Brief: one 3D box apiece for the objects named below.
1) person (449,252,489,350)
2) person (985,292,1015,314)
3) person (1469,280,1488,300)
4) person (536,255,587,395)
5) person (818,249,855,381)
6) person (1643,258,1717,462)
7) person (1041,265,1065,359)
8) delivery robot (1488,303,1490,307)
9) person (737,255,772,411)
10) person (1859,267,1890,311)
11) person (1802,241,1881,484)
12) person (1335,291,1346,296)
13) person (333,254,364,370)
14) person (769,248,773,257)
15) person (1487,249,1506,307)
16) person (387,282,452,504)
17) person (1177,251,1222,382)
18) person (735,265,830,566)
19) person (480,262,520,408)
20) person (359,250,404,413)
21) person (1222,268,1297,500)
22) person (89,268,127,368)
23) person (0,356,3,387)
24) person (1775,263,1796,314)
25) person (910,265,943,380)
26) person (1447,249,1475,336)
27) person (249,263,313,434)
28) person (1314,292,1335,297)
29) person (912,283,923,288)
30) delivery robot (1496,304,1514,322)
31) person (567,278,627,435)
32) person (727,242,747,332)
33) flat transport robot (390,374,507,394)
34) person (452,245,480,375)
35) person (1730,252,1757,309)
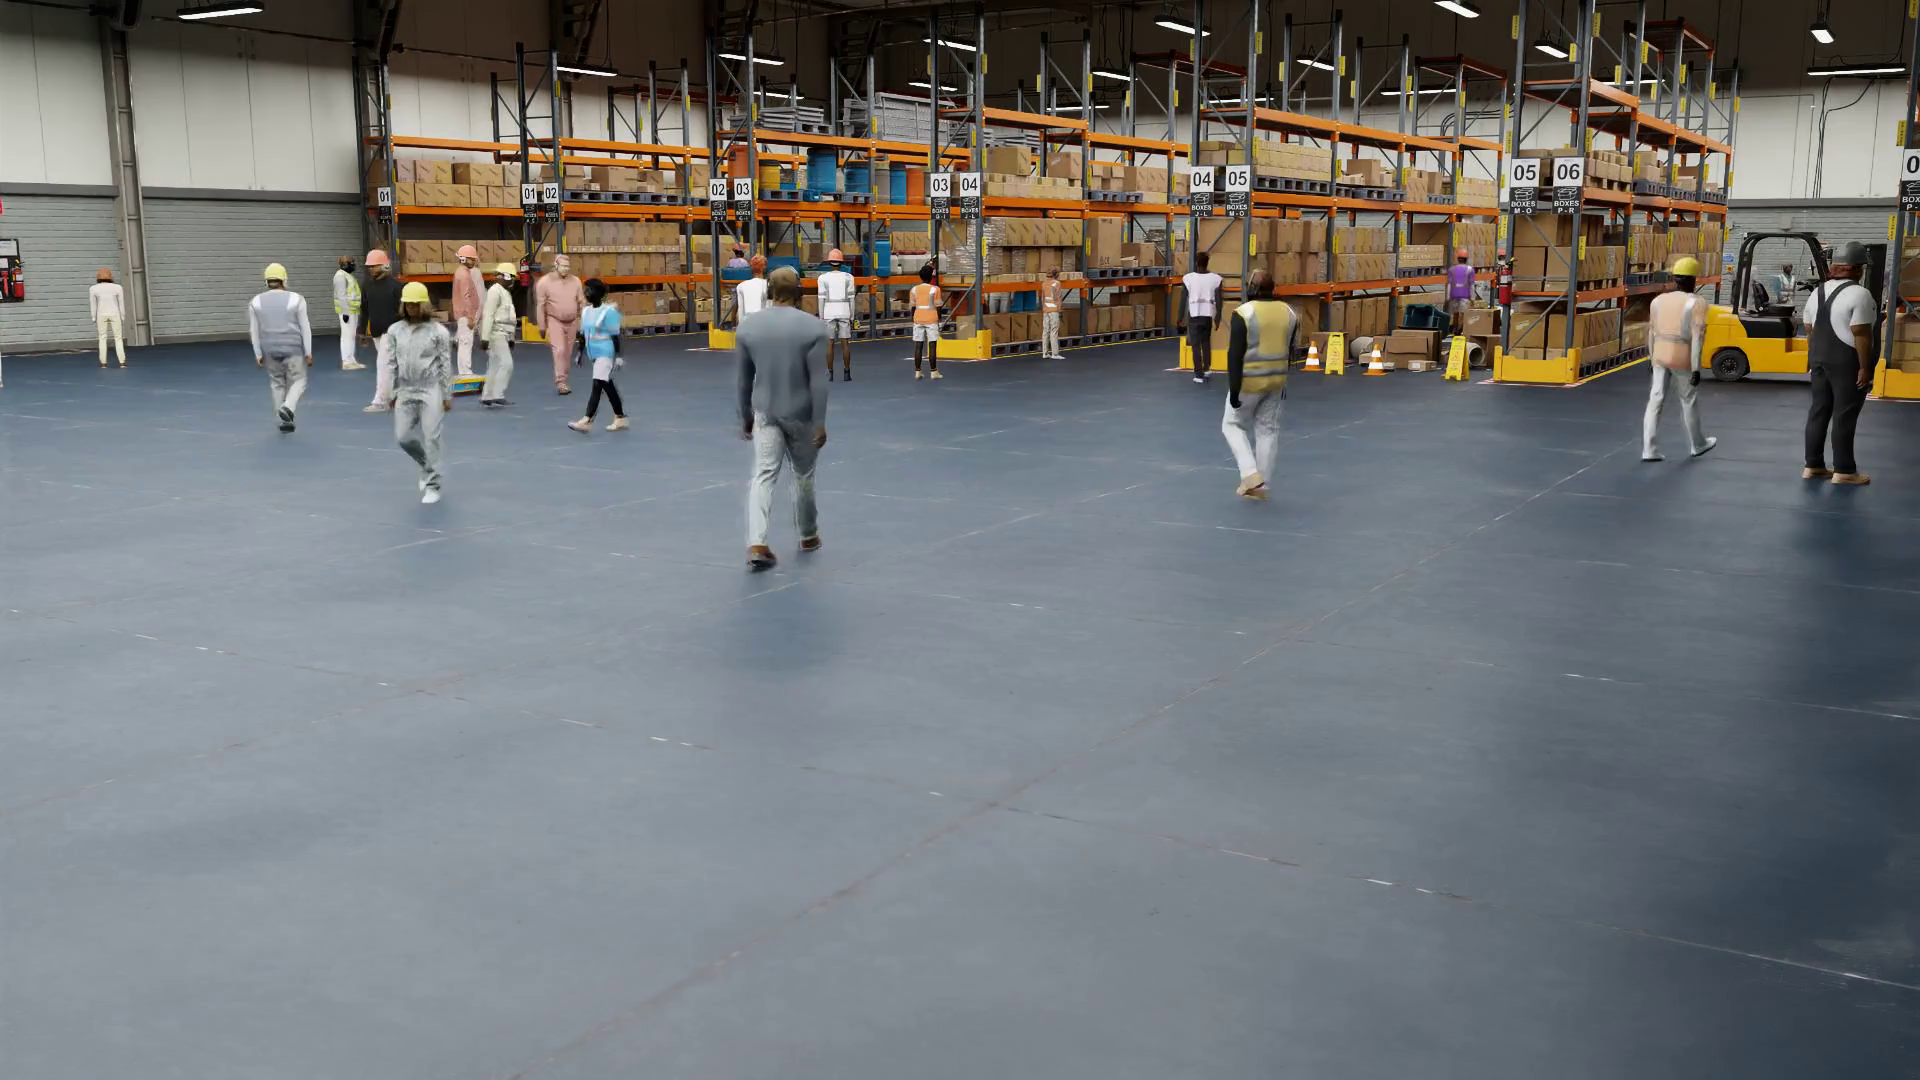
[{"bbox_3d":[-9.205,-4.488,31.310,0.916,1.876,0.635,-7,12,-33],"label":"person"},{"bbox_3d":[0.792,-4.812,32.973,0.624,1.931,0.375,0,10,3],"label":"person"},{"bbox_3d":[13.505,-6.747,43.562,0.650,2.007,0.850,3,11,16],"label":"person"},{"bbox_3d":[-5.275,-2.874,22.299,0.633,1.865,0.845,-9,13,-40],"label":"person"},{"bbox_3d":[-1.813,-3.291,24.413,0.545,1.938,0.355,-2,10,-11],"label":"person"},{"bbox_3d":[6.736,-1.679,15.531,0.954,1.876,0.612,-7,12,-34],"label":"person"},{"bbox_3d":[1.611,-3.973,29.068,0.310,1.640,0.514,-7,12,-35],"label":"person"},{"bbox_3d":[13.081,-5.609,41.002,0.477,0.478,0.707,1,10,6],"label":"delivery robot"},{"bbox_3d":[-2.399,-2.456,19.910,0.577,1.876,0.341,5,11,25],"label":"person"},{"bbox_3d":[17.327,-4.570,31.637,0.588,1.918,0.397,5,11,28],"label":"person"},{"bbox_3d":[7.518,-1.504,14.116,0.537,2.000,0.685,-2,10,-12],"label":"person"},{"bbox_3d":[8.042,-5.336,36.067,0.628,1.870,0.845,4,11,21],"label":"person"},{"bbox_3d":[-9.823,-3.660,26.755,0.429,1.840,0.631,-1,10,-8],"label":"person"},{"bbox_3d":[-4.989,-6.778,44.053,0.610,1.906,1.041,8,13,39],"label":"person"},{"bbox_3d":[14.151,-6.659,43.460,0.561,1.887,0.977,-5,11,-27],"label":"person"},{"bbox_3d":[-4.215,-1.157,13.038,0.502,1.727,0.446,1,10,3],"label":"person"},{"bbox_3d":[3.495,-3.266,24.377,0.600,1.900,0.588,-1,10,-8],"label":"person"},{"bbox_3d":[-1.134,-0.792,10.558,0.645,1.896,1.005,2,10,12],"label":"person"},{"bbox_3d":[-5.659,-2.500,20.388,0.577,1.787,0.611,-1,10,-7],"label":"person"},{"bbox_3d":[-6.967,-2.553,20.268,0.651,1.953,0.966,5,11,25],"label":"person"},{"bbox_3d":[2.338,-1.212,13.076,0.639,1.827,0.447,-5,11,-25],"label":"person"},{"bbox_3d":[-13.915,-3.623,27.166,0.498,1.627,0.305,-5,11,-24],"label":"person"},{"bbox_3d":[-13.704,-3.065,23.291,0.573,1.886,0.357,4,11,22],"label":"person"},{"bbox_3d":[18.293,-5.361,36.969,0.504,1.596,0.859,-1,10,-6],"label":"person"},{"bbox_3d":[-0.494,-3.235,24.776,0.535,1.697,0.318,5,11,26],"label":"person"},{"bbox_3d":[10.248,-5.007,34.104,0.552,1.918,0.751,5,11,26],"label":"person"},{"bbox_3d":[-7.165,-2.010,17.568,0.610,1.814,0.494,-1,10,-4],"label":"person"},{"bbox_3d":[7.843,-5.241,35.663,0.518,1.826,0.569,7,12,34],"label":"person"},{"bbox_3d":[-0.971,-6.592,43.776,0.521,1.616,0.474,4,11,21],"label":"person"},{"bbox_3d":[13.050,-5.493,40.353,0.707,0.478,0.477,-1,10,-5],"label":"delivery robot"},{"bbox_3d":[-3.888,-1.948,17.683,0.549,1.647,0.868,10,14,43],"label":"person"},{"bbox_3d":[-4.829,-5.499,36.478,0.605,2.045,0.387,9,14,42],"label":"person"},{"bbox_3d":[-6.837,-2.073,22.259,0.652,0.197,1.431,6,12,31],"label":"flat transport robot"},{"bbox_3d":[-6.968,-3.162,23.544,0.391,1.989,0.610,-4,11,-22],"label":"person"},{"bbox_3d":[16.916,-5.290,35.880,0.527,1.845,0.796,5,11,25],"label":"person"}]
